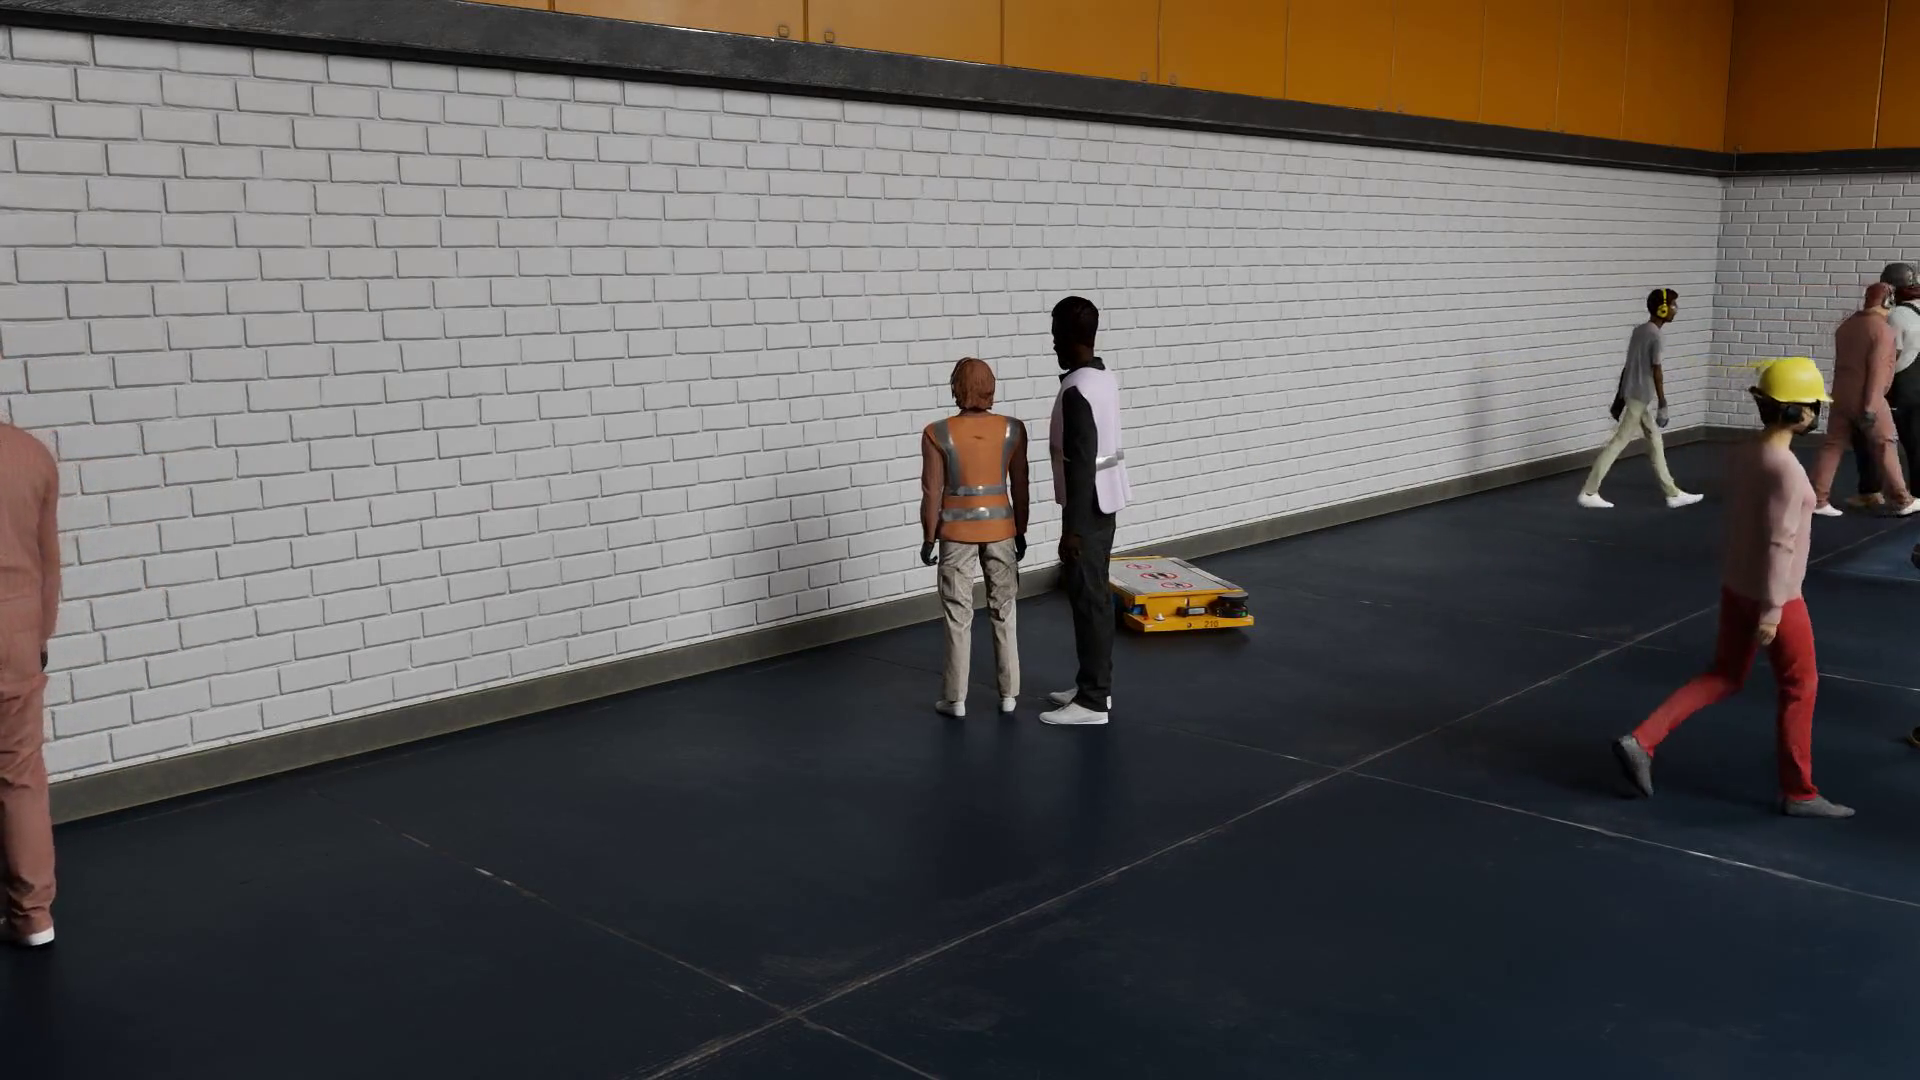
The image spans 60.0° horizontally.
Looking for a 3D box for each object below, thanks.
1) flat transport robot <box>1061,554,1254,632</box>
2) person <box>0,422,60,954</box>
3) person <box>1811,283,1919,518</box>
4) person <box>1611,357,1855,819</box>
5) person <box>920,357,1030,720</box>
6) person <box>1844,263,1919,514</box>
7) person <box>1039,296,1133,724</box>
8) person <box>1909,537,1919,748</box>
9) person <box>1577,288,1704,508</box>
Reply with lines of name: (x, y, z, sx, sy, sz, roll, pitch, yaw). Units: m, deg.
flat transport robot: (1.127, 0.288, 9.775, 0.652, 0.197, 1.431, -3, 10, -15)
person: (-2.948, 0.341, 4.863, 0.393, 1.895, 0.657, 6, 12, 30)
person: (7.216, -1.090, 13.126, 0.953, 1.851, 0.647, -1, 10, -8)
person: (2.939, 0.182, 6.200, 0.794, 1.740, 0.524, 0, 10, 3)
person: (0.070, -0.001, 7.523, 0.512, 1.642, 0.311, -2, 10, -14)
person: (7.523, -1.228, 13.372, 0.742, 2.000, 0.648, -5, 11, -28)
person: (0.563, -0.124, 7.450, 0.398, 1.915, 0.588, 2, 10, 14)
person: (4.295, -0.057, 6.922, 0.612, 1.962, 0.361, 0, 10, 2)
person: (5.570, -1.141, 13.555, 1.032, 1.805, 0.532, 1, 10, 5)
